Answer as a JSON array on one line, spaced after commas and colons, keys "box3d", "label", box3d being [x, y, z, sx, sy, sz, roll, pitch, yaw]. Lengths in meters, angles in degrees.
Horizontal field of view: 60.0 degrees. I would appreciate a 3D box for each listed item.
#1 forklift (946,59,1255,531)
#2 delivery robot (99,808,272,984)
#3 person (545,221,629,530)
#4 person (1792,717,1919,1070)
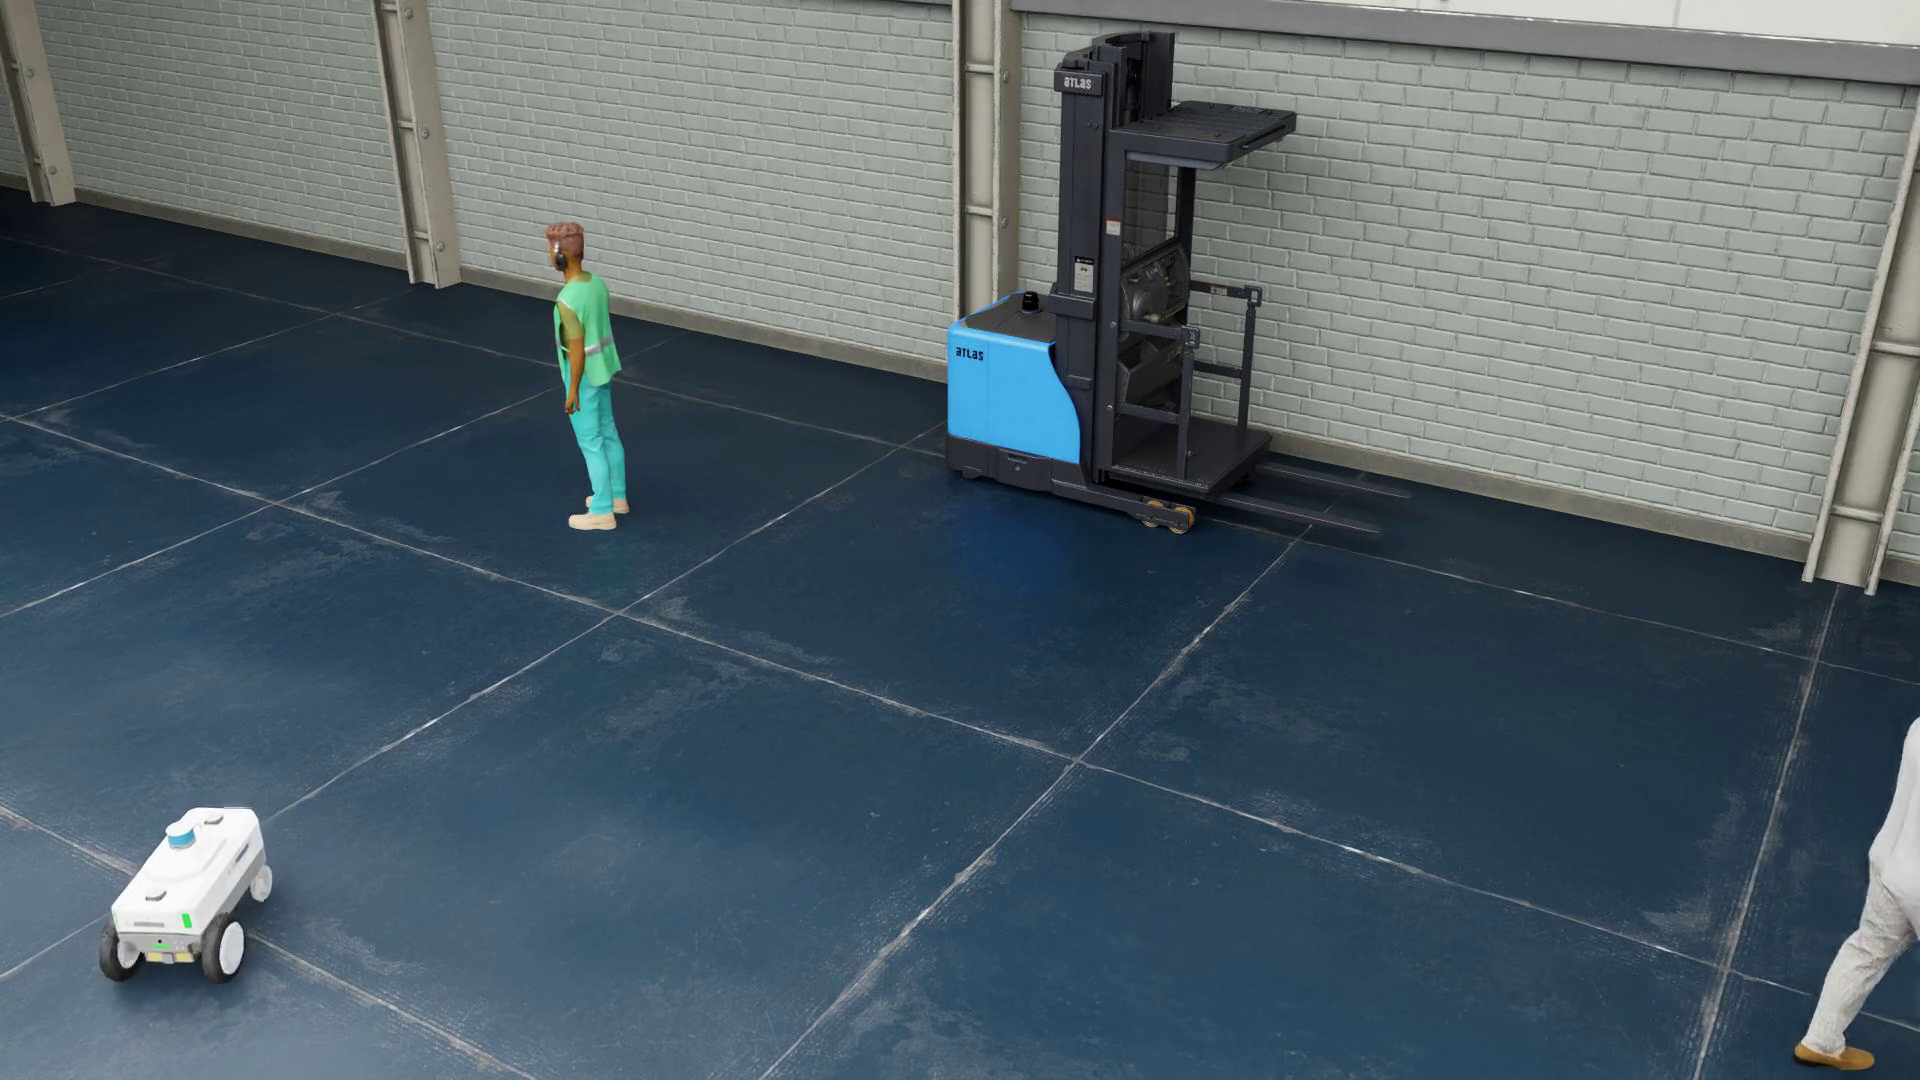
[{"box3d": [0.933, -1.707, 10.833, 1.873, 2.768, 1.129, 15, 29, 28], "label": "forklift"}, {"box3d": [-3.171, 1.429, 6.873, 0.499, 0.570, 0.747, 1, 25, 2], "label": "delivery robot"}, {"box3d": [-2.320, -1.017, 10.412, 0.383, 1.977, 0.488, 5, 26, 10], "label": "person"}, {"box3d": [3.500, 1.181, 5.884, 0.711, 1.864, 0.617, 2, 25, 5], "label": "person"}]
